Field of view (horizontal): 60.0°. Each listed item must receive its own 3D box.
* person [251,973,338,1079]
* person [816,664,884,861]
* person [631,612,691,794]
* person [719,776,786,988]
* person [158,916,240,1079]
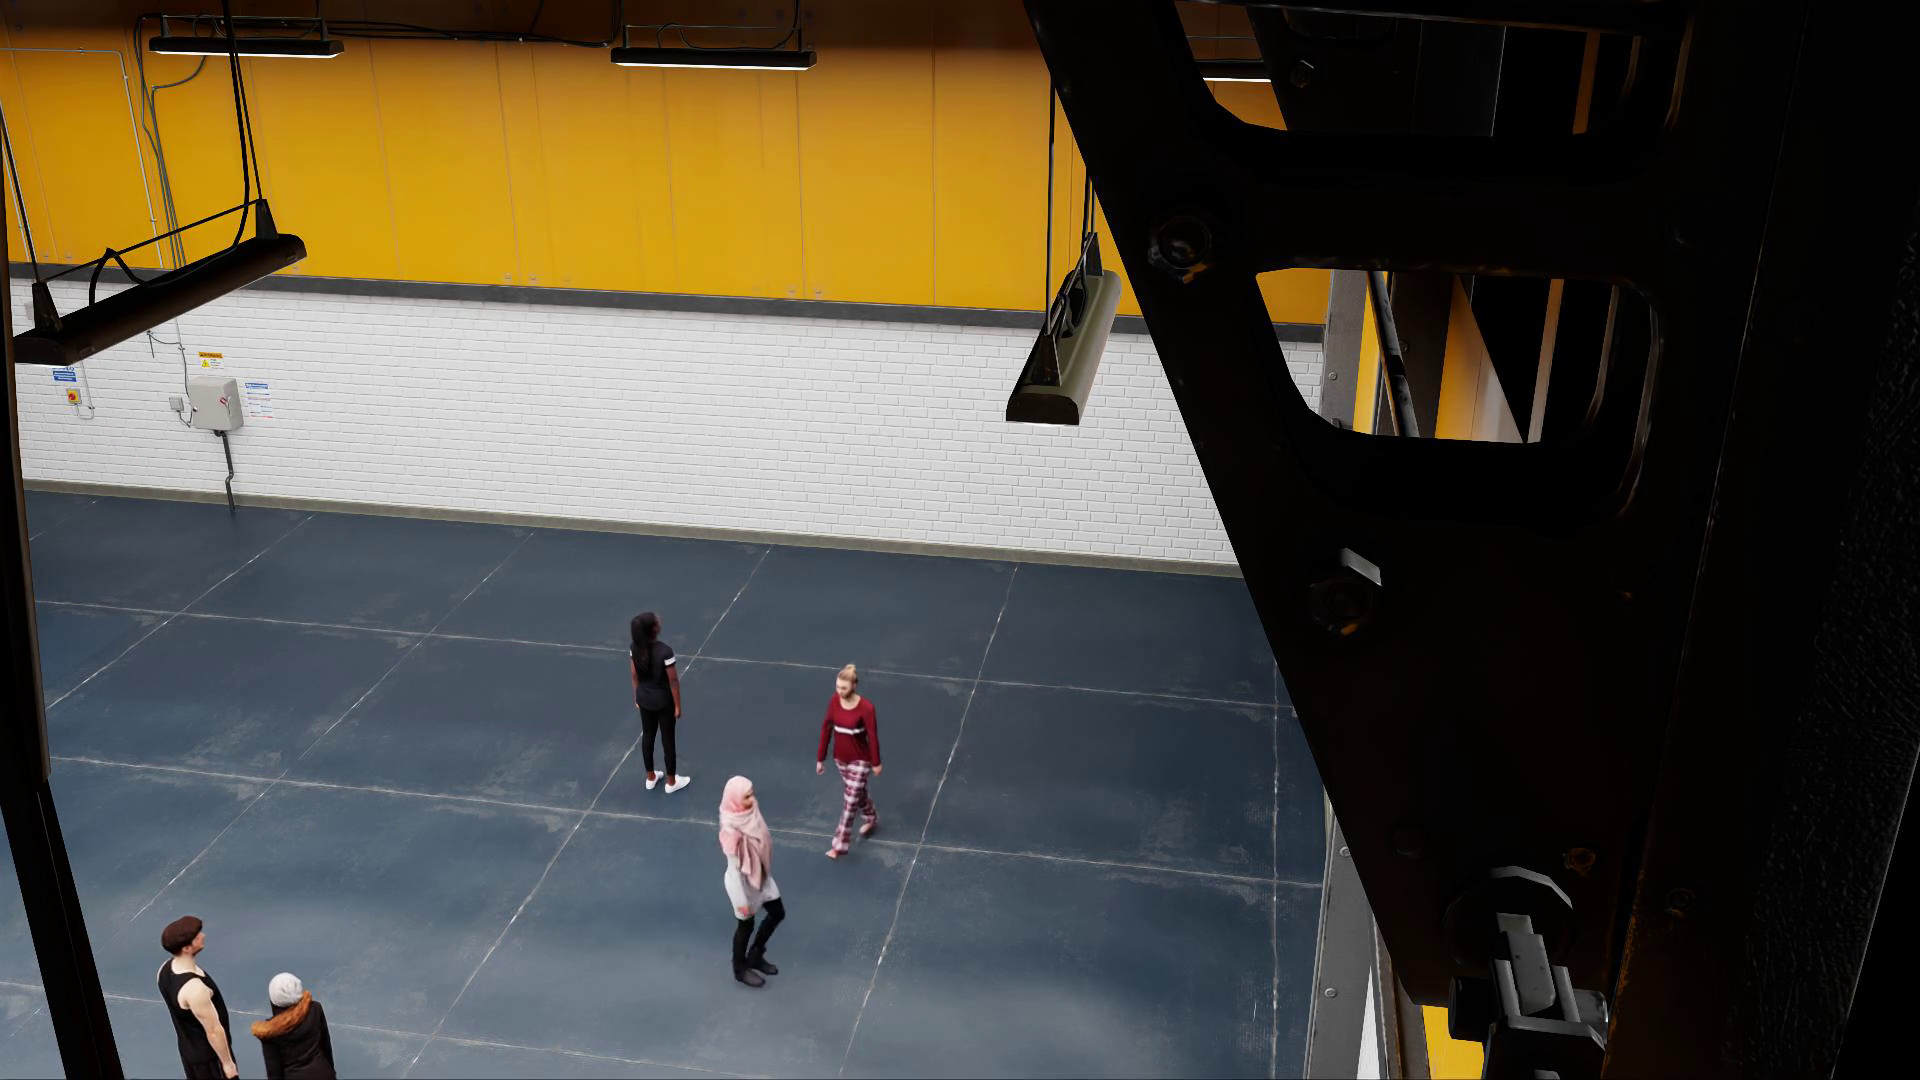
[{"bbox_3d":[-4.113,3.393,10.421,0.784,1.633,0.684,17,29,34],"label":"person"},{"bbox_3d":[-0.862,1.809,14.009,0.903,1.662,1.146,14,27,28],"label":"person"},{"bbox_3d":[-2.697,1.429,14.793,0.661,1.731,0.628,10,26,22],"label":"person"},{"bbox_3d":[-1.649,2.509,12.246,0.745,1.791,0.629,8,25,18],"label":"person"},{"bbox_3d":[-4.782,3.201,10.538,0.779,1.892,0.768,18,30,36],"label":"person"}]
